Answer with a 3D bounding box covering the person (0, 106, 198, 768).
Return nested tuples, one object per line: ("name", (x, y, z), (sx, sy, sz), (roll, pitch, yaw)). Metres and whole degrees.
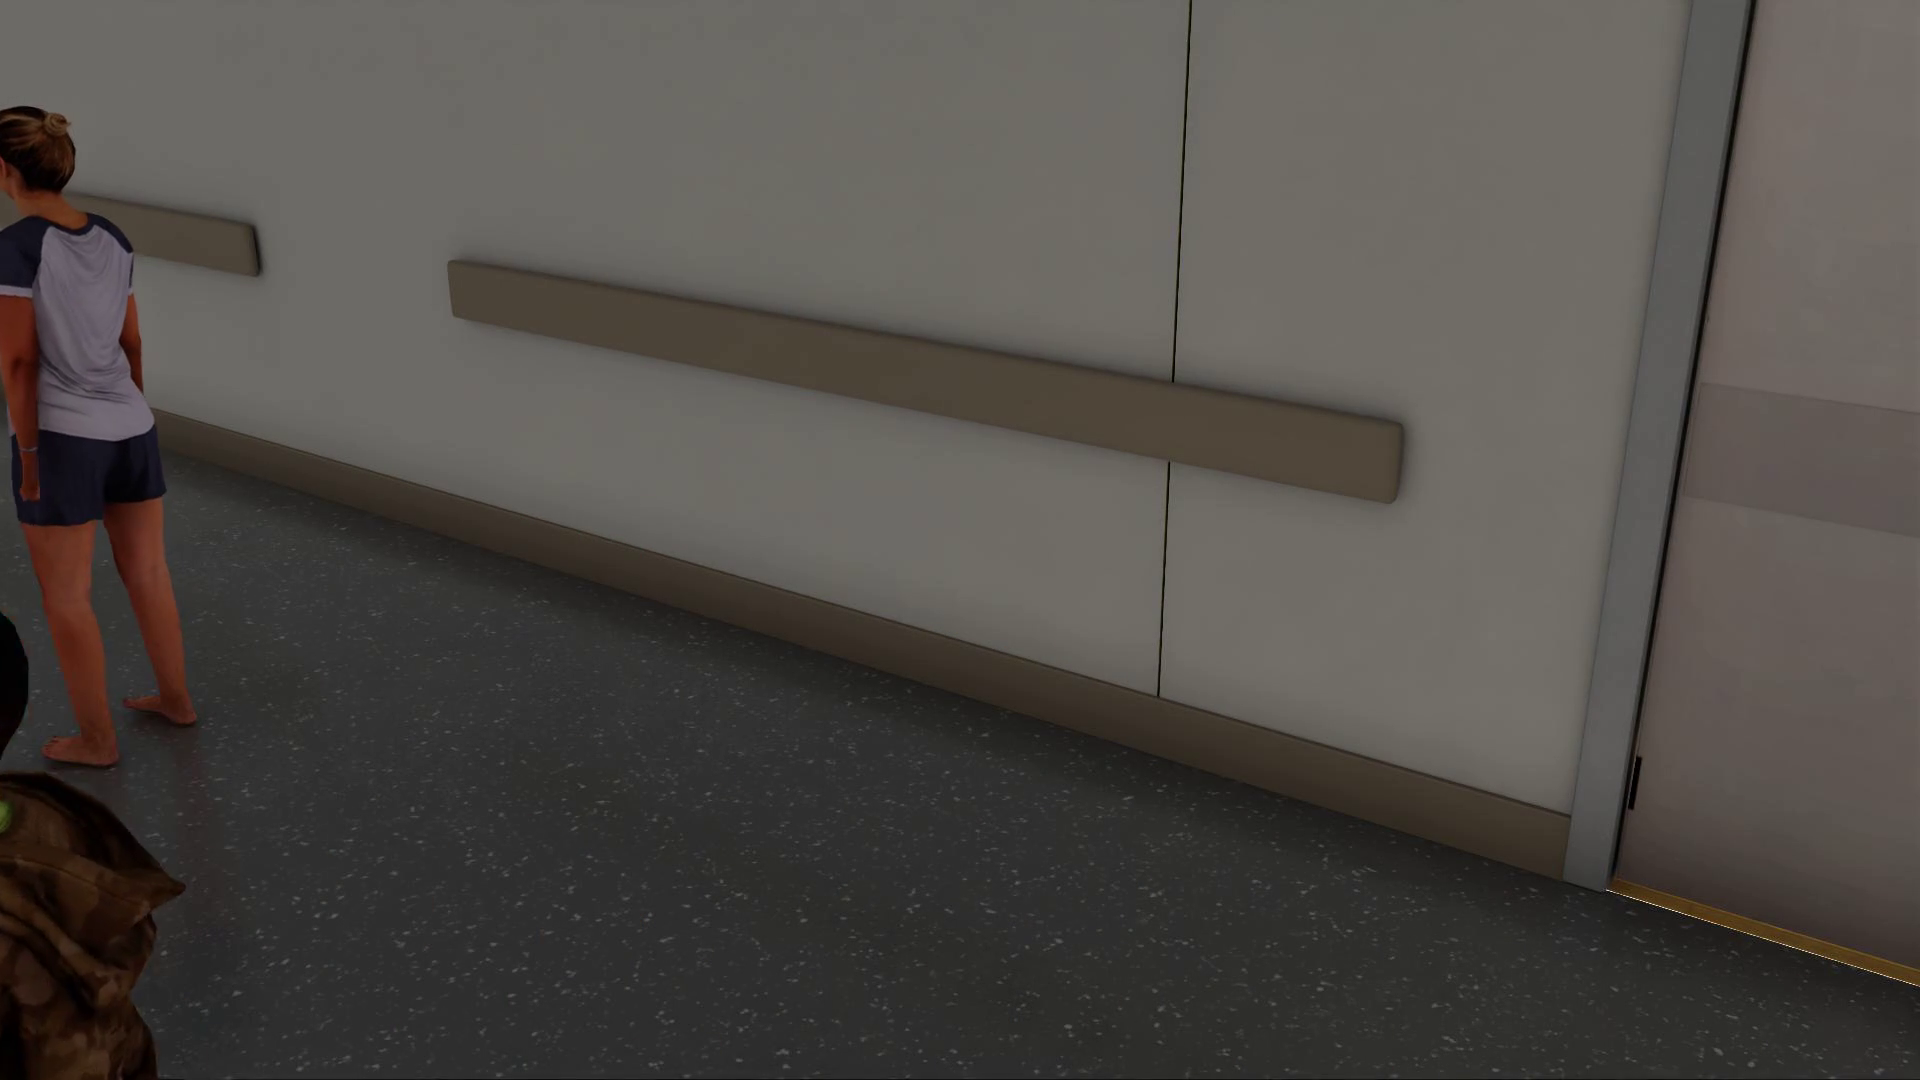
("person", (-2.159, -0.242, 4.130), (0.688, 1.620, 0.541), (7, 22, 17))
